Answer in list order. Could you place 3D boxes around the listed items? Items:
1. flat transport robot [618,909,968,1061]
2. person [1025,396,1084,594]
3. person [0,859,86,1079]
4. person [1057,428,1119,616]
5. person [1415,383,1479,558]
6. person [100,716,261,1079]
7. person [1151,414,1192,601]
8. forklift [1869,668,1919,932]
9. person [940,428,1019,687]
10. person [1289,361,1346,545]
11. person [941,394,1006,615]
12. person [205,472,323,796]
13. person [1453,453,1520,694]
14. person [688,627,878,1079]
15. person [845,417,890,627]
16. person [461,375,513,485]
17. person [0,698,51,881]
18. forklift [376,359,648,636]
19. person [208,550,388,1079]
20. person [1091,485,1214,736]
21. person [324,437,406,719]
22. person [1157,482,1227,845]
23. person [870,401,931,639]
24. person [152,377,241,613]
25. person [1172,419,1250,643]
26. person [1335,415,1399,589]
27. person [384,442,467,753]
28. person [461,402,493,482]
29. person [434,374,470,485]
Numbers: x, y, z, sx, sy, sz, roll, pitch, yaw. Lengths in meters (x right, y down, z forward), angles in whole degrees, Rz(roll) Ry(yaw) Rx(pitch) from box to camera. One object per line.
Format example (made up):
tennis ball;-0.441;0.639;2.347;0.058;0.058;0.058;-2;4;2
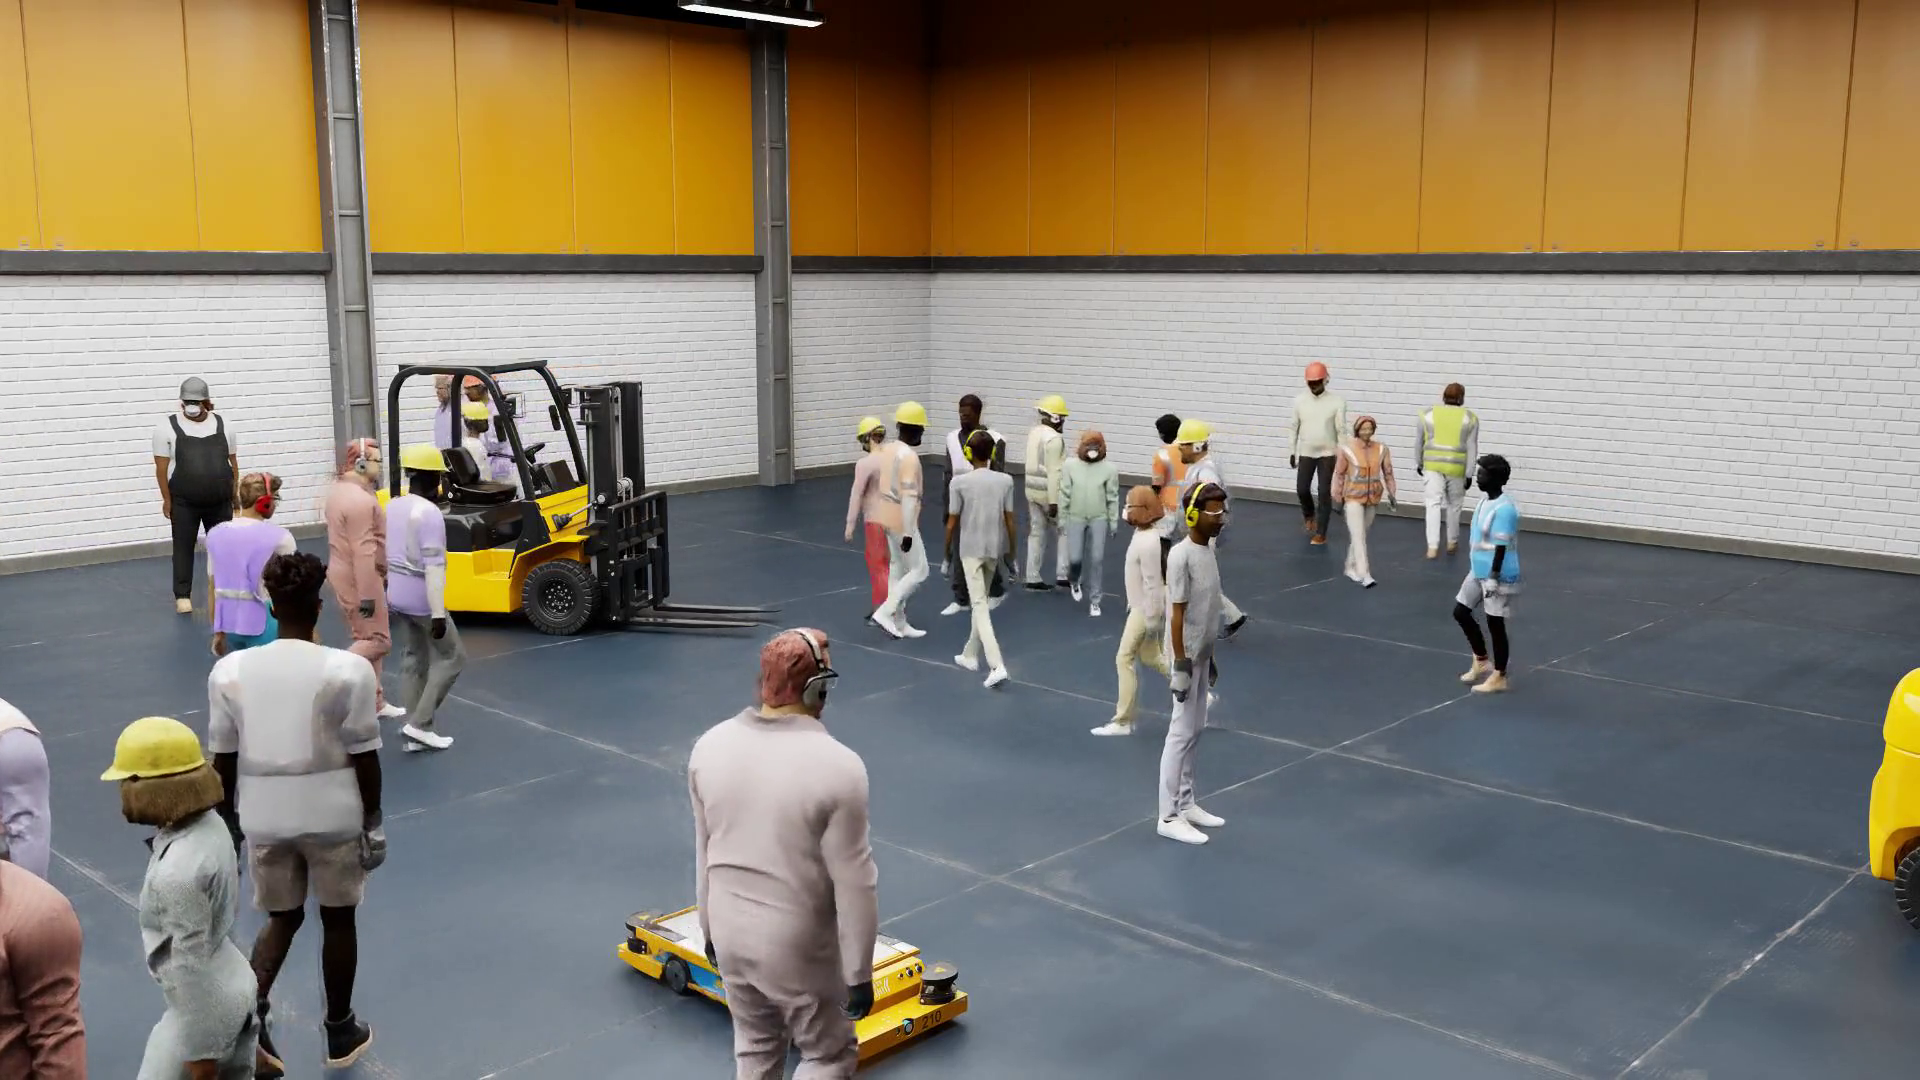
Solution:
flat transport robot;-0.708;1.722;6.767;1.431;0.197;0.652;9;13;43
person;0.866;-0.409;15.143;0.676;1.798;0.602;-4;10;-23
person;-2.310;1.402;3.745;0.639;1.903;0.409;-1;9;-4
person;1.094;-0.165;14.231;0.530;1.611;0.516;0;9;0
person;5.012;-0.723;17.155;0.633;1.790;0.998;3;10;20
person;-2.155;1.336;4.689;0.418;1.732;0.501;-2;10;-13
person;1.950;-0.285;14.806;0.615;1.672;0.337;-2;10;-15
forklift;5.205;0.723;7.013;2.313;2.155;1.214;9;13;43
person;0.159;0.112;11.910;0.533;1.827;0.989;-4;10;-25
person;3.852;-0.945;17.909;0.644;1.971;0.589;5;10;26
person;0.153;-0.301;14.230;0.638;1.900;0.675;7;12;37
person;-3.915;0.509;9.489;0.562;1.808;0.760;4;10;24
person;3.651;0.242;11.523;0.401;1.686;0.540;-1;9;-5
person;-0.544;1.207;4.991;0.688;1.885;0.507;6;11;31
person;-0.681;-0.146;13.759;0.557;1.725;0.645;6;11;32
person;-4.689;-0.679;16.213;0.599;1.985;0.993;8;12;41
person;-3.237;1.164;5.386;0.634;1.841;0.429;4;10;21
forklift;-3.850;-0.407;13.936;2.313;2.155;1.214;2;9;11
person;-2.404;1.020;5.978;0.600;1.946;0.633;0;9;3
person;1.231;0.445;10.491;0.723;1.611;0.495;1;9;5
person;-3.927;0.282;10.686;0.636;1.883;0.643;-6;11;-34
person;1.219;0.623;8.636;0.310;1.864;0.534;4;10;25
person;-0.446;-0.141;13.165;0.464;1.910;0.600;-4;10;-23
person;-6.544;-0.401;14.372;0.683;2.000;0.536;-7;12;-39
person;1.912;-0.038;12.858;0.561;1.809;0.617;-1;9;-3
person;3.765;-0.353;15.425;0.529;1.591;0.854;-2;9;-13
person;-3.255;0.360;10.107;0.615;1.908;0.414;9;13;43
person;-4.500;-0.398;15.277;0.749;1.745;0.531;-5;11;-29
person;-5.293;-0.772;17.146;0.645;1.873;0.811;8;12;40
